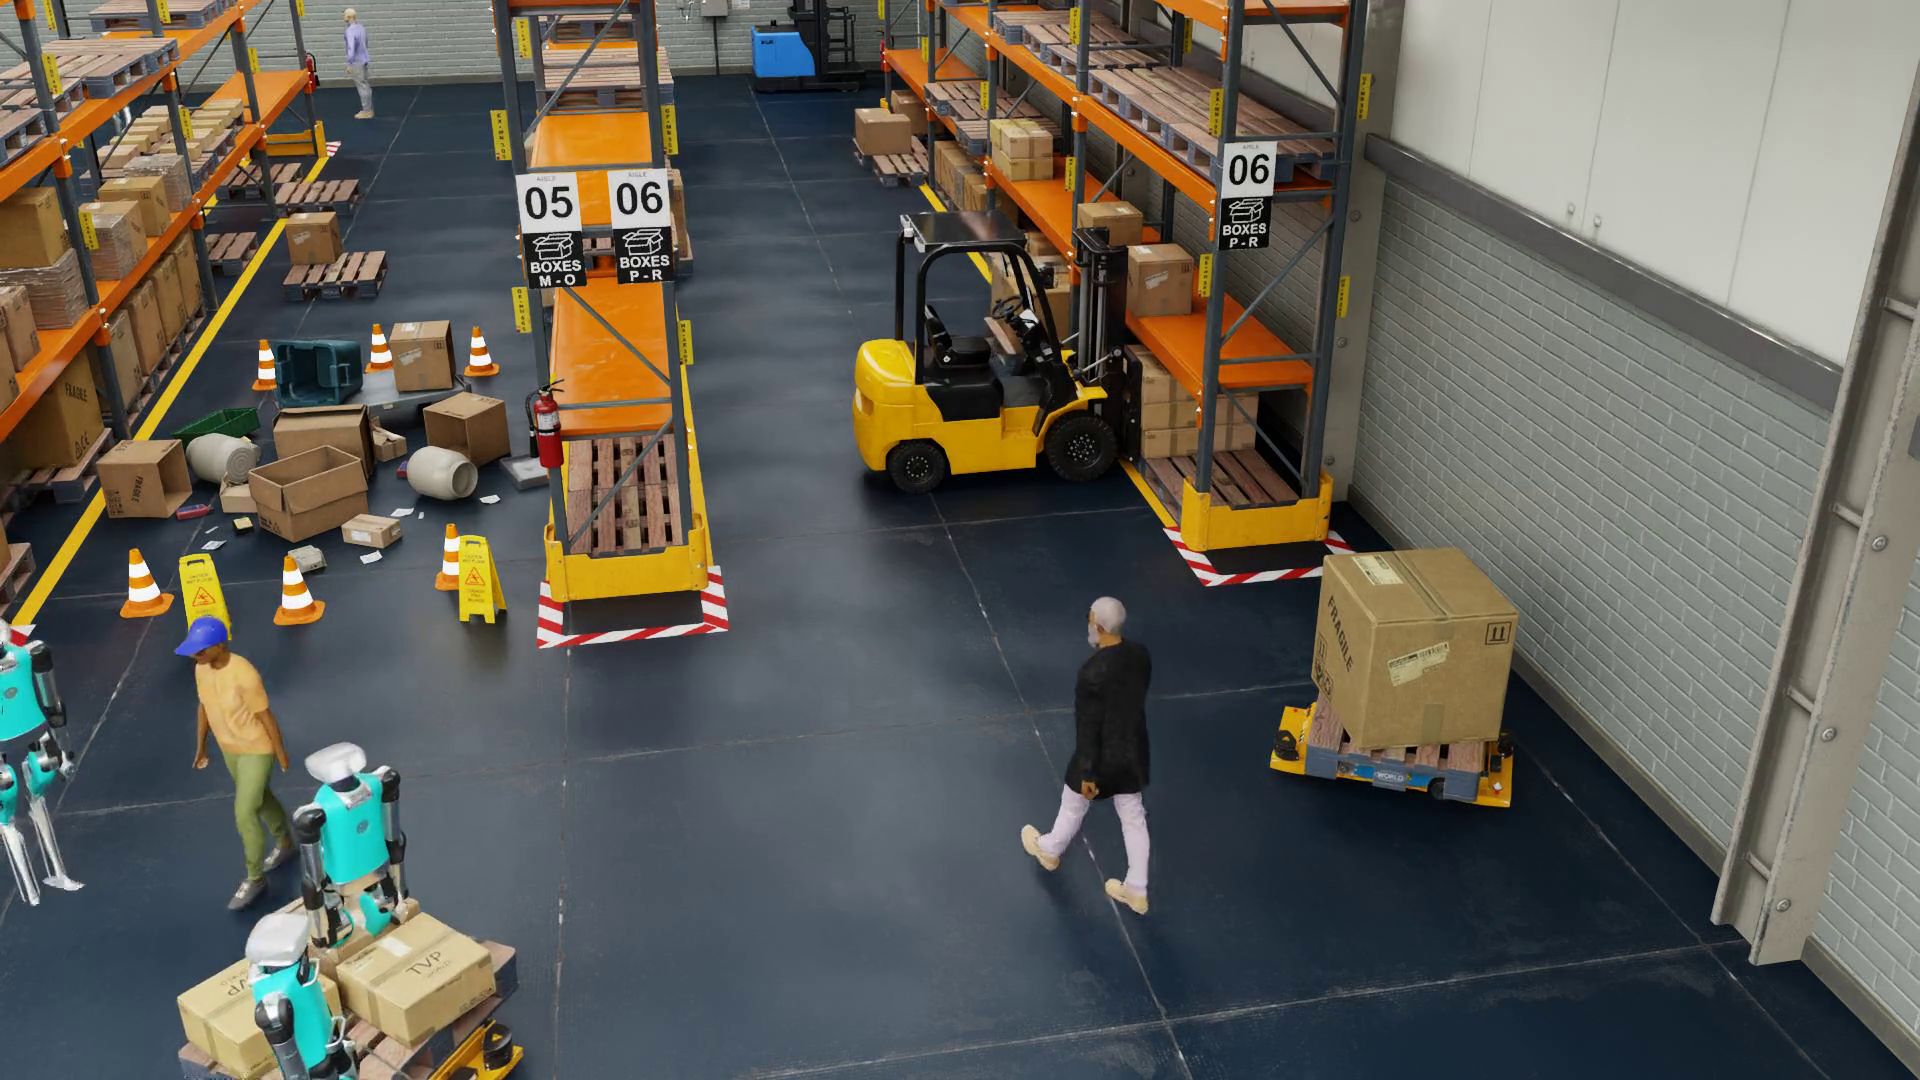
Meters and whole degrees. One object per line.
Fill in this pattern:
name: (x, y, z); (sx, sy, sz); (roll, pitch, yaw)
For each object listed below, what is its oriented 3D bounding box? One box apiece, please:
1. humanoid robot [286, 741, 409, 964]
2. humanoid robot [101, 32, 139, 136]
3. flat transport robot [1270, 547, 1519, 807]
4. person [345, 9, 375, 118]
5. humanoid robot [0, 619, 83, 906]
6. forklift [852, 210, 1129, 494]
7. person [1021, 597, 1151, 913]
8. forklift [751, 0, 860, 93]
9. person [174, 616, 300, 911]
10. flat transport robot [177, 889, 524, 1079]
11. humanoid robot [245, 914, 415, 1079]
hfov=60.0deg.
humanoid robot: (-2.988, 1.693, 7.929); (0.869, 1.782, 0.549); (17, 30, 31)
humanoid robot: (-13.361, -7.140, 26.418); (0.546, 1.896, 0.725); (-23, 34, -39)
flat transport robot: (2.709, 1.312, 10.398); (1.431, 0.231, 0.659); (8, 27, 16)
person: (-10.155, -8.062, 28.171); (0.387, 1.788, 0.631); (5, 26, 9)
humanoid robot: (-5.135, 1.186, 8.981); (0.675, 1.799, 0.538); (19, 32, 34)
forklift: (0.216, -1.659, 14.366); (2.313, 2.155, 1.214); (-5, 26, -10)
person: (0.727, 1.107, 9.030); (0.546, 1.816, 0.912); (-18, 31, -33)
forklift: (-2.872, -9.679, 30.288); (1.873, 2.768, 1.129); (-5, 26, -10)
person: (-3.947, 1.191, 8.995); (0.482, 1.690, 0.728); (12, 28, 24)
flat transport robot: (-2.903, 2.457, 8.012); (1.431, 0.231, 0.659); (10, 27, 20)
humanoid robot: (-2.392, 2.227, 6.720); (0.691, 1.729, 0.534); (-5, 26, -11)
